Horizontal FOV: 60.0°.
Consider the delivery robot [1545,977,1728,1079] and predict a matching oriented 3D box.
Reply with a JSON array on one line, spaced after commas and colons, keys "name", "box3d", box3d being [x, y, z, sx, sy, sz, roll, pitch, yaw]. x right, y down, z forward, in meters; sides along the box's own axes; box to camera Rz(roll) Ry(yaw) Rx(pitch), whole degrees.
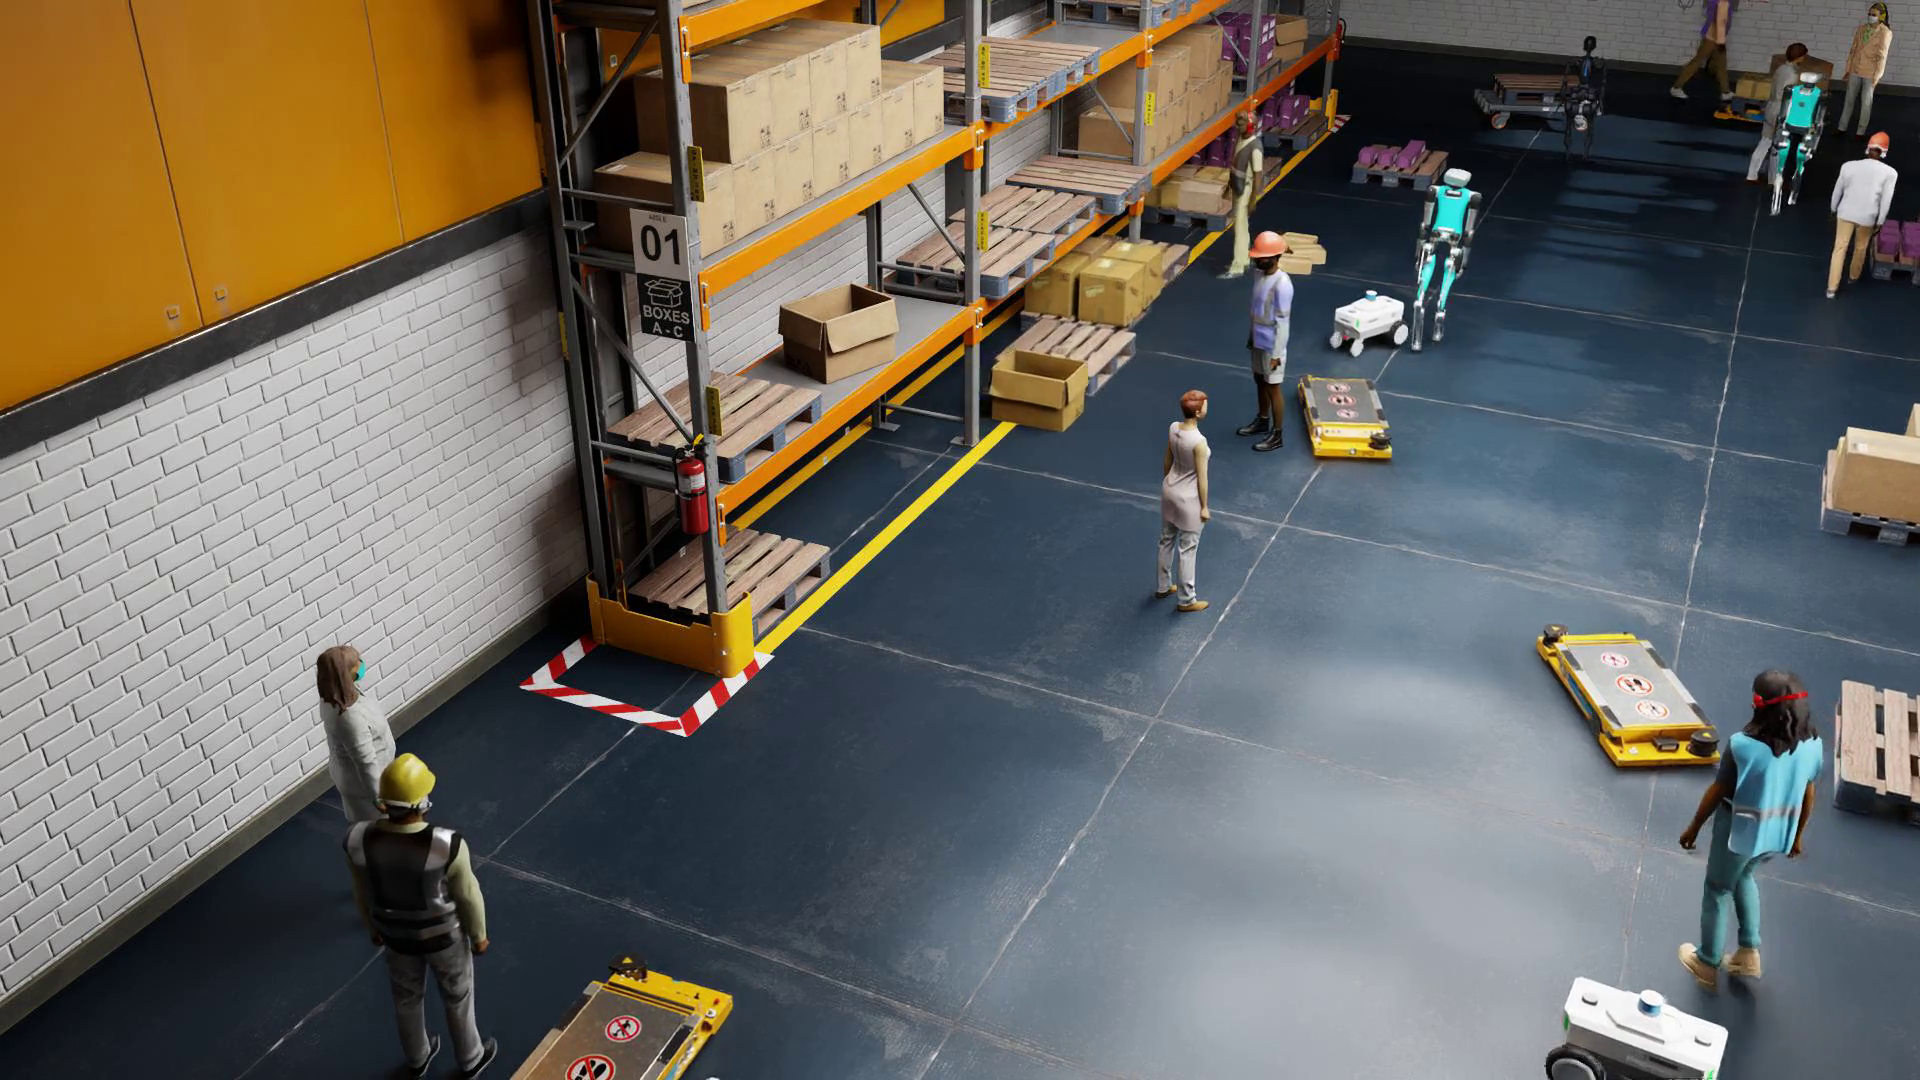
[{"name": "delivery robot", "box3d": [3.227, 2.410, 7.971, 0.790, 0.607, 0.499, 16, 32, 27]}]

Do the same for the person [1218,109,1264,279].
[{"name": "person", "box3d": [3.052, -3.759, 18.059, 0.460, 1.842, 0.577, -5, 29, -9]}]

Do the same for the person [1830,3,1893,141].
[{"name": "person", "box3d": [12.582, -6.510, 23.123, 0.391, 1.869, 0.554, -14, 31, -24]}]

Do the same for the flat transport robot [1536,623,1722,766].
[{"name": "flat transport robot", "box3d": [4.352, 0.995, 10.884, 0.659, 0.231, 1.431, -1, 28, -3]}]

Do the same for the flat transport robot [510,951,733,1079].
[{"name": "flat transport robot", "box3d": [-1.720, 2.570, 7.963, 0.659, 0.231, 1.431, 11, 30, 19]}]

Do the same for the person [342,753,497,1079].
[{"name": "person", "box3d": [-2.495, 1.794, 7.772, 0.598, 1.820, 0.404, 3, 28, 5]}]

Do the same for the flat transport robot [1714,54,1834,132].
[{"name": "flat transport robot", "box3d": [11.812, -6.176, 24.180, 1.431, 0.231, 0.659, 22, 35, 35]}]

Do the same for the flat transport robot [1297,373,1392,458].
[{"name": "flat transport robot", "box3d": [3.406, -1.112, 14.789, 0.659, 0.231, 1.431, 2, 28, 4]}]

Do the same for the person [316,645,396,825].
[{"name": "person", "box3d": [-3.161, 1.284, 8.877, 0.338, 1.661, 0.483, -18, 33, -29]}]

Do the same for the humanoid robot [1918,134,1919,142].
[{"name": "humanoid robot", "box3d": [12.860, -5.638, 21.689, 0.697, 1.836, 0.534, 16, 32, 27]}]

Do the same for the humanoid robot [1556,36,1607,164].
[{"name": "humanoid robot", "box3d": [8.230, -5.804, 22.013, 0.608, 1.647, 0.456, 11, 30, 19]}]

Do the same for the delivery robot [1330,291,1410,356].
[{"name": "delivery robot", "box3d": [4.041, -2.172, 16.439, 0.774, 0.579, 0.499, -19, 34, -31]}]

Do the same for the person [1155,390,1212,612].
[{"name": "person", "box3d": [1.598, -0.287, 11.791, 0.291, 1.661, 0.450, -15, 32, -26]}]

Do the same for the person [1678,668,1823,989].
[{"name": "person", "box3d": [3.941, 1.468, 8.336, 0.542, 1.852, 0.445, -5, 29, -10]}]

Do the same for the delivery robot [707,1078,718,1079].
[{"name": "delivery robot", "box3d": [-1.044, 2.751, 7.319, 0.525, 0.587, 0.734, -15, 32, -26]}]

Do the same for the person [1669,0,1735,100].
[{"name": "person", "box3d": [11.428, -7.614, 25.174, 1.021, 1.865, 0.562, 14, 31, 24]}]

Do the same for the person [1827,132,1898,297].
[{"name": "person", "box3d": [9.546, -3.485, 17.660, 0.579, 1.707, 0.869, 18, 33, 30]}]

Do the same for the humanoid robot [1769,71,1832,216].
[{"name": "humanoid robot", "box3d": [10.183, -4.804, 20.151, 0.547, 1.823, 0.881, 21, 35, 34]}]

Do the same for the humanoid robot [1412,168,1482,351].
[{"name": "humanoid robot", "box3d": [4.641, -2.651, 16.120, 0.553, 1.785, 0.882, 12, 31, 21]}]

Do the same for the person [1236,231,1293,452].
[{"name": "person", "box3d": [2.581, -1.694, 14.136, 0.413, 1.925, 0.557, -7, 29, -13]}]

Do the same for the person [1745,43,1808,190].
[{"name": "person", "box3d": [10.402, -5.355, 21.044, 0.494, 1.828, 0.522, 0, 28, 1]}]
